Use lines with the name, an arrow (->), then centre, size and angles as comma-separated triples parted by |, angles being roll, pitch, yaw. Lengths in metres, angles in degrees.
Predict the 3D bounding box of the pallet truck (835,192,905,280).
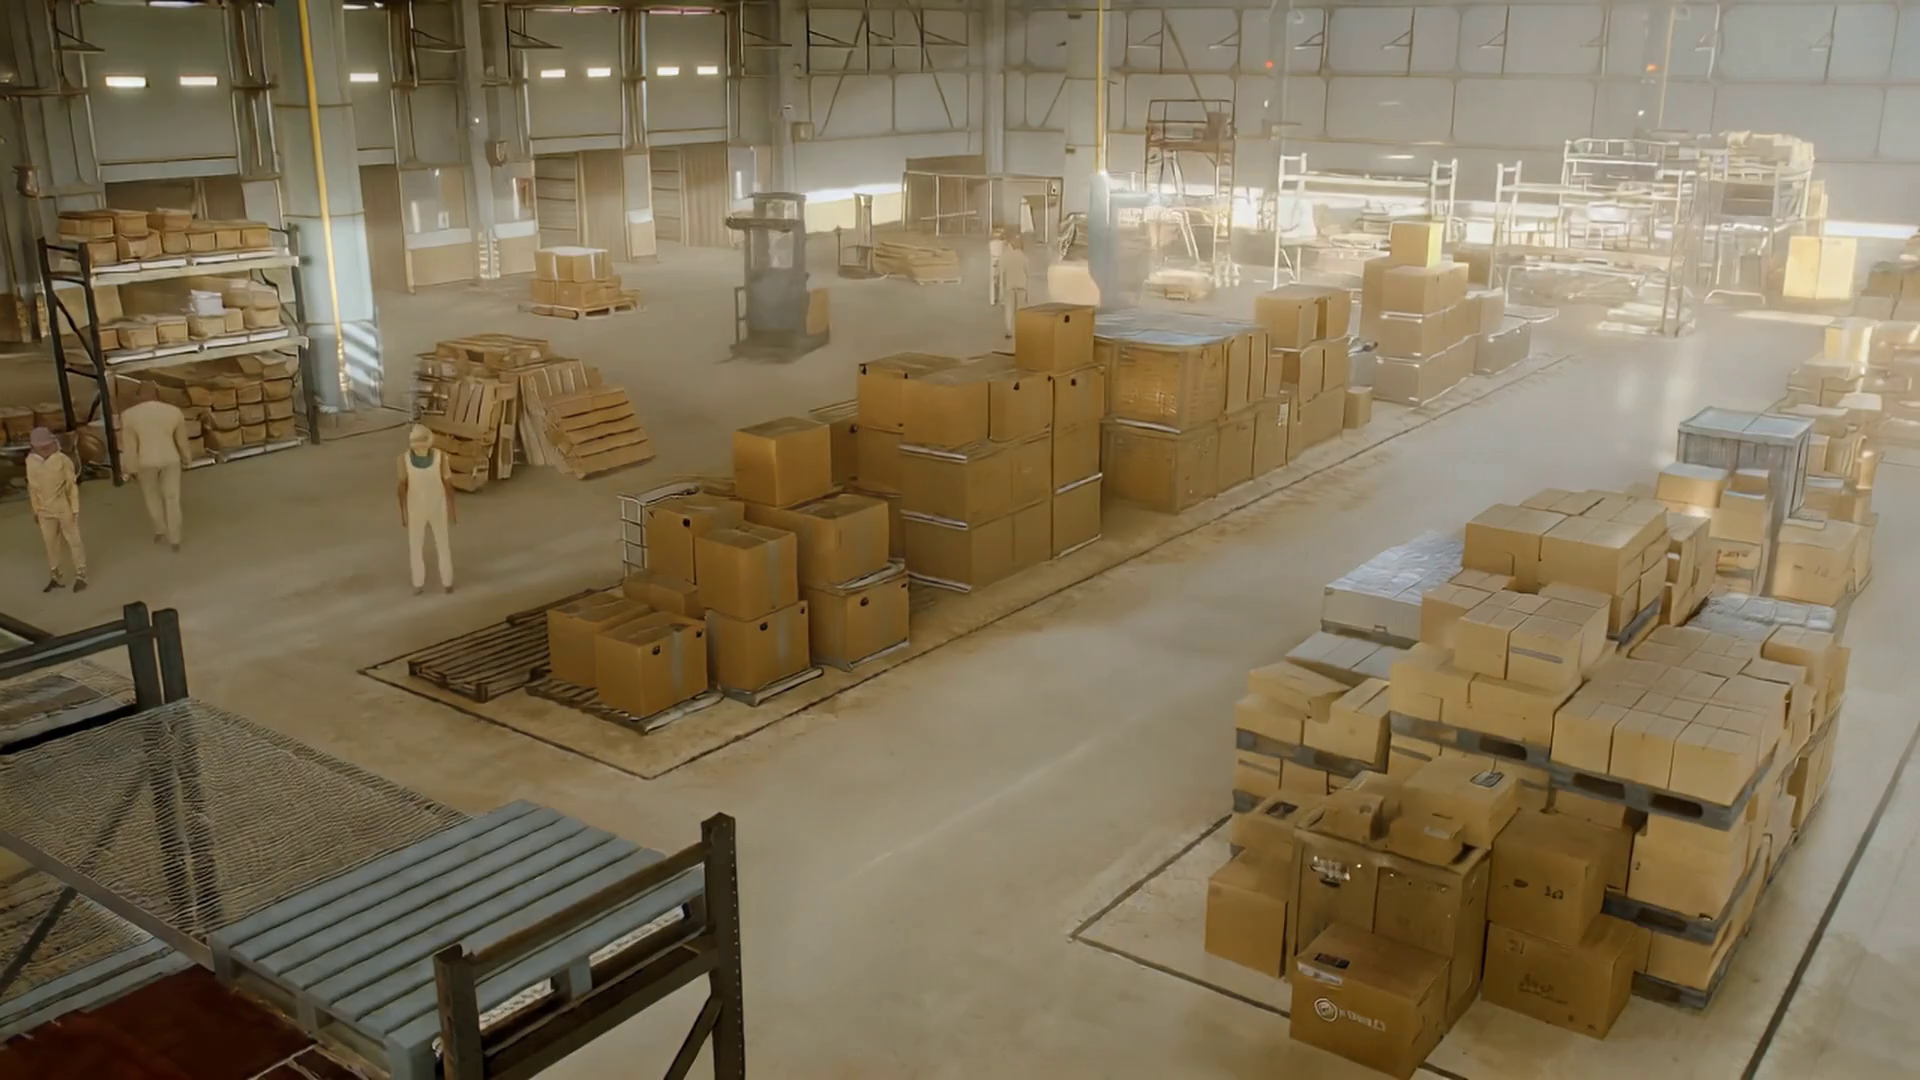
pallet truck -> -1.936, -7.159, 38.982 | 1.885, 1.965, 0.823 | -12, 21, -34

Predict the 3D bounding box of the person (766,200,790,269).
person -> -4.331, -7.033, 38.695 | 0.587, 1.923, 0.574 | -10, 20, -31

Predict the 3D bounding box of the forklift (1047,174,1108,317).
forklift -> 2.710, -5.826, 33.065 | 1.873, 2.768, 1.129 | 2, 17, 8

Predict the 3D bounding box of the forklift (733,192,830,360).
forklift -> -3.157, -4.737, 29.458 | 1.129, 2.768, 1.873 | 6, 18, 19

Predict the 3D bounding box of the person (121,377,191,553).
person -> -8.789, -0.860, 18.259 | 0.649, 1.911, 0.860 | -8, 19, -25

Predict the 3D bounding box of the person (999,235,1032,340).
person -> 1.033, -4.680, 30.876 | 0.635, 1.936, 0.353 | 6, 18, 20

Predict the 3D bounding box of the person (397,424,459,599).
person -> -5.271, -0.286, 16.530 | 0.546, 1.822, 0.431 | -6, 18, -19

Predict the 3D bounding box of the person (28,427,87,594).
person -> -9.096, -0.297, 16.708 | 0.484, 1.735, 0.311 | 1, 17, 3

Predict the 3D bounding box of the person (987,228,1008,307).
person -> 0.797, -5.677, 34.683 | 0.514, 1.642, 0.310 | 12, 21, 35
